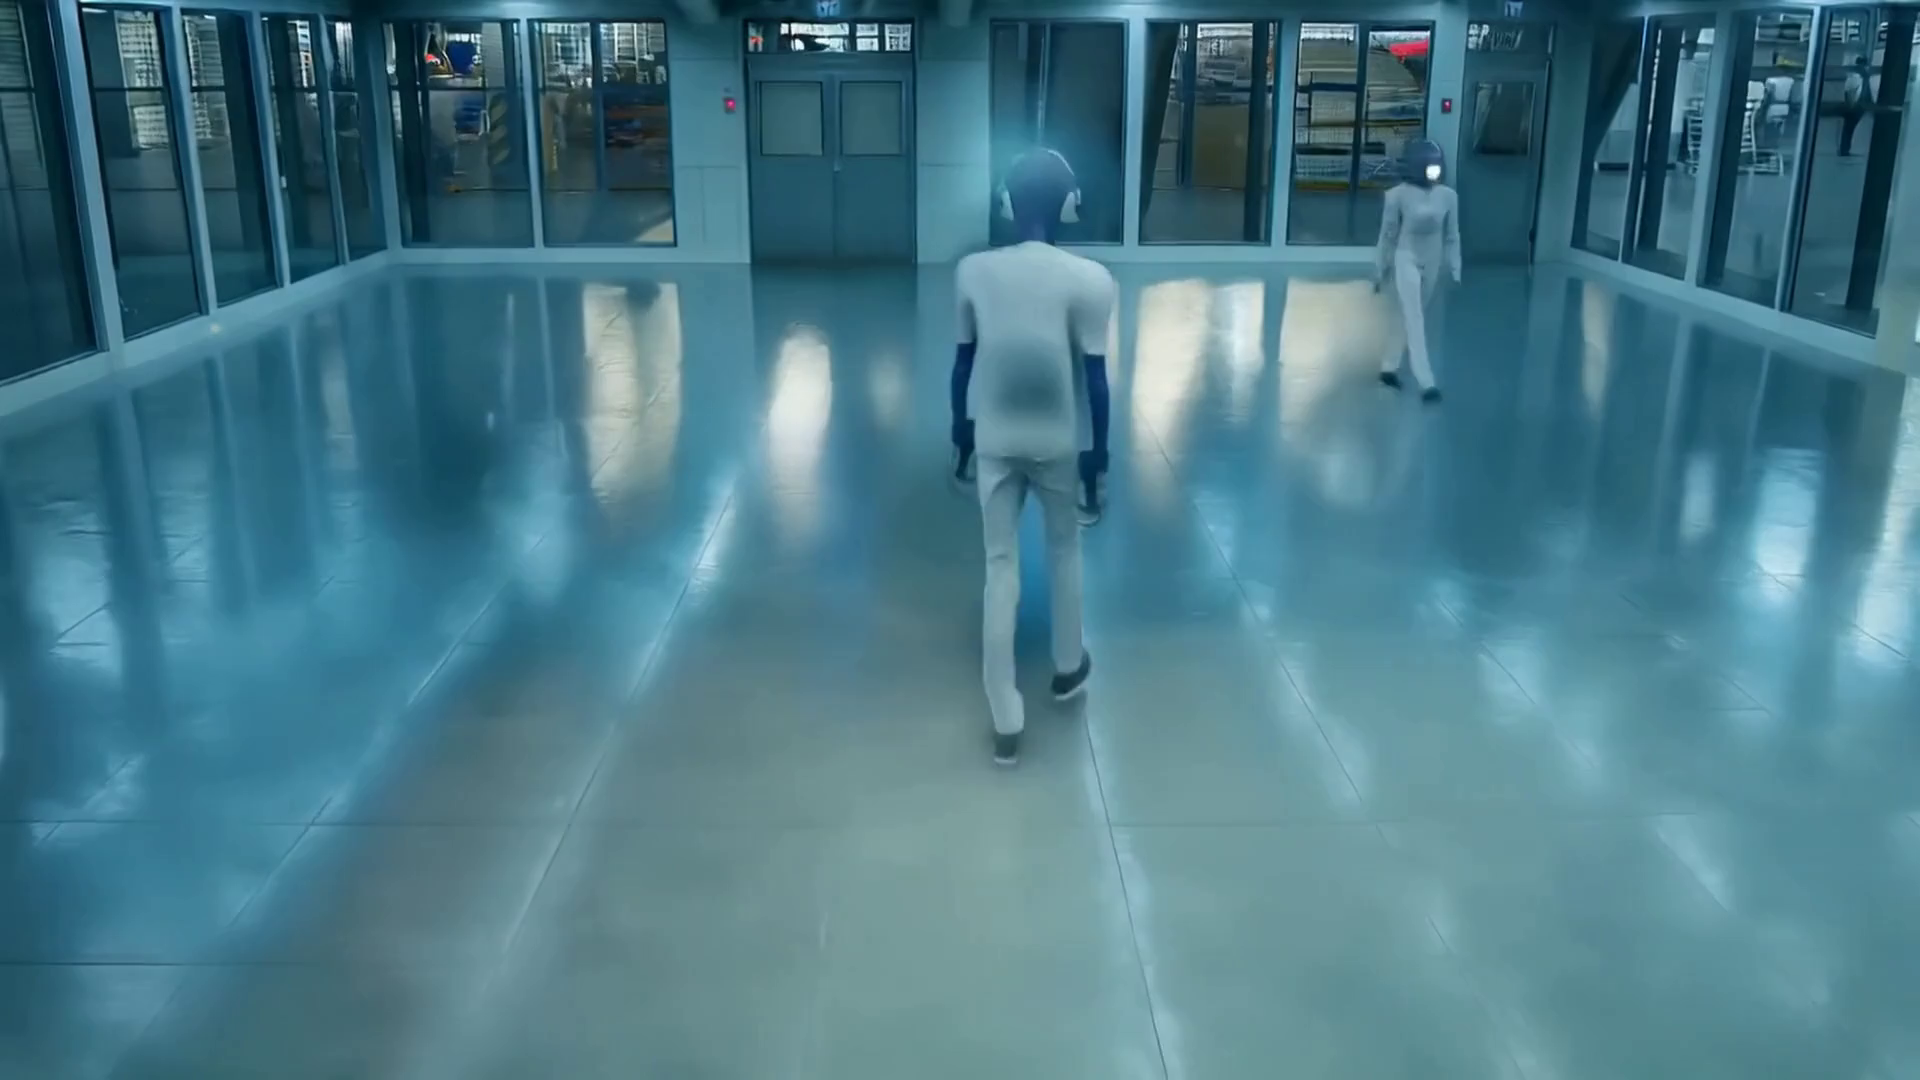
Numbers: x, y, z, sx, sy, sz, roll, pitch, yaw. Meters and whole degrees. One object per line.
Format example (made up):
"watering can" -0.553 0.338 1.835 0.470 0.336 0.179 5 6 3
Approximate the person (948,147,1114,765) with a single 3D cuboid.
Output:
"person" 0.214 -0.287 5.213 0.540 1.831 0.898 3 17 10

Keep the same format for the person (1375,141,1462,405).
"person" 2.857 -1.663 10.314 0.515 1.582 0.847 -5 17 -18
